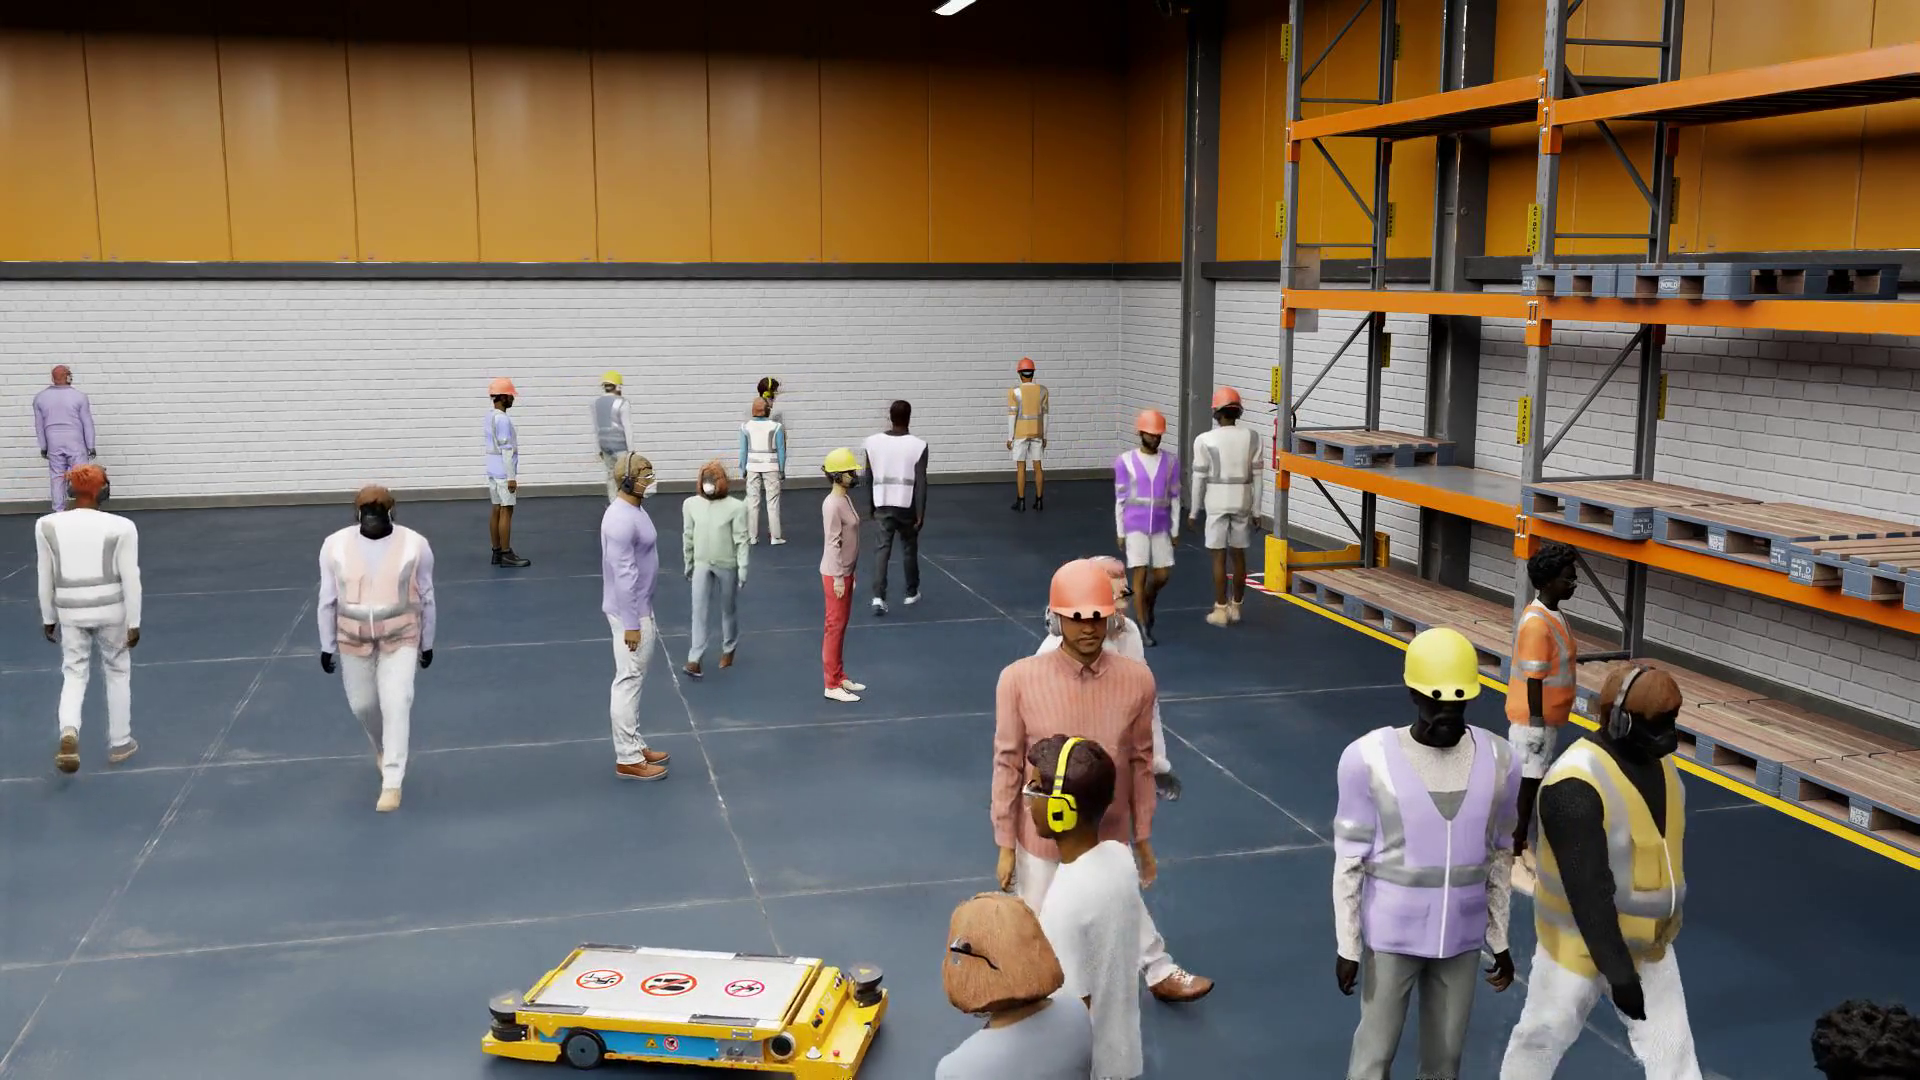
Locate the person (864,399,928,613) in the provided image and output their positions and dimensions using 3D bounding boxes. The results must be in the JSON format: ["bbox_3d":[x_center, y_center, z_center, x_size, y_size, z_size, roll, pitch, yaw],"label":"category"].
[{"bbox_3d":[-0.578,-0.304,14.747,0.596,1.880,0.958,2,9,9],"label":"person"}]

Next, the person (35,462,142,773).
[{"bbox_3d":[-5.217,0.468,9.966,0.585,1.862,0.740,-2,9,-13],"label":"person"}]

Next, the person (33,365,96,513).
[{"bbox_3d":[-10.628,-1.133,19.819,0.652,1.904,0.403,-1,9,-5],"label":"person"}]

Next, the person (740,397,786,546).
[{"bbox_3d":[-2.161,-0.748,18.248,0.515,1.636,0.315,2,9,12],"label":"person"}]

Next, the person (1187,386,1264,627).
[{"bbox_3d":[2.248,-0.285,14.119,0.615,2.043,0.431,-2,9,-11],"label":"person"}]

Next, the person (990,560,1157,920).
[{"bbox_3d":[0.410,1.052,5.893,0.609,1.996,0.379,-2,9,-13],"label":"person"}]

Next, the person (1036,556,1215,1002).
[{"bbox_3d":[0.597,0.969,6.873,1.010,1.839,0.628,6,11,31],"label":"person"}]

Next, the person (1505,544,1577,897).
[{"bbox_3d":[2.808,0.856,8.049,0.318,1.695,0.539,4,10,25],"label":"person"}]

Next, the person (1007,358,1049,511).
[{"bbox_3d":[0.843,-1.325,20.948,0.542,1.927,0.374,-3,10,-17],"label":"person"}]

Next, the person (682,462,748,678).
[{"bbox_3d":[-1.828,0.220,12.310,0.523,1.584,0.856,1,9,7],"label":"person"}]

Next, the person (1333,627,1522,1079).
[{"bbox_3d":[1.442,1.208,5.132,0.590,1.926,0.388,-1,9,-8],"label":"person"}]

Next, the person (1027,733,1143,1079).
[{"bbox_3d":[0.315,1.392,4.354,1.001,1.816,0.536,5,10,26],"label":"person"}]

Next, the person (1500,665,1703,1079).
[{"bbox_3d":[2.087,1.270,5.163,0.631,1.787,0.983,-6,11,-35],"label":"person"}]

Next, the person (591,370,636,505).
[{"bbox_3d":[-4.158,-1.139,20.099,0.638,1.822,0.425,6,11,33],"label":"person"}]

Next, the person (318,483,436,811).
[{"bbox_3d":[-3.318,0.564,9.523,0.628,1.819,0.849,-1,9,-8],"label":"person"}]

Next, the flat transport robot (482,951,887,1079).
[{"bbox_3d":[-1.048,1.820,6.470,1.431,0.197,0.652,1,9,9],"label":"flat transport robot"}]

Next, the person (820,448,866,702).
[{"bbox_3d":[-0.827,0.238,11.682,0.302,1.772,0.525,1,9,5],"label":"person"}]

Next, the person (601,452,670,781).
[{"bbox_3d":[-1.930,0.444,9.864,0.361,1.938,0.635,-1,9,-6],"label":"person"}]

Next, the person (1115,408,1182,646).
[{"bbox_3d":[1.508,-0.121,13.476,0.544,1.920,0.586,-1,9,-8],"label":"person"}]

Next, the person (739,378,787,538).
[{"bbox_3d":[-2.219,-0.918,18.752,0.593,1.831,0.500,4,10,21],"label":"person"}]

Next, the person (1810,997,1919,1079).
[{"bbox_3d":[1.627,1.650,3.102,0.533,1.694,0.306,2,9,11],"label":"person"}]

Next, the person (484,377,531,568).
[{"bbox_3d":[-4.637,-0.689,16.931,0.352,1.941,0.543,-6,11,-33],"label":"person"}]

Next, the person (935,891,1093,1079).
[{"bbox_3d":[0.114,1.584,3.762,0.517,1.622,0.394,-8,12,-42],"label":"person"}]
